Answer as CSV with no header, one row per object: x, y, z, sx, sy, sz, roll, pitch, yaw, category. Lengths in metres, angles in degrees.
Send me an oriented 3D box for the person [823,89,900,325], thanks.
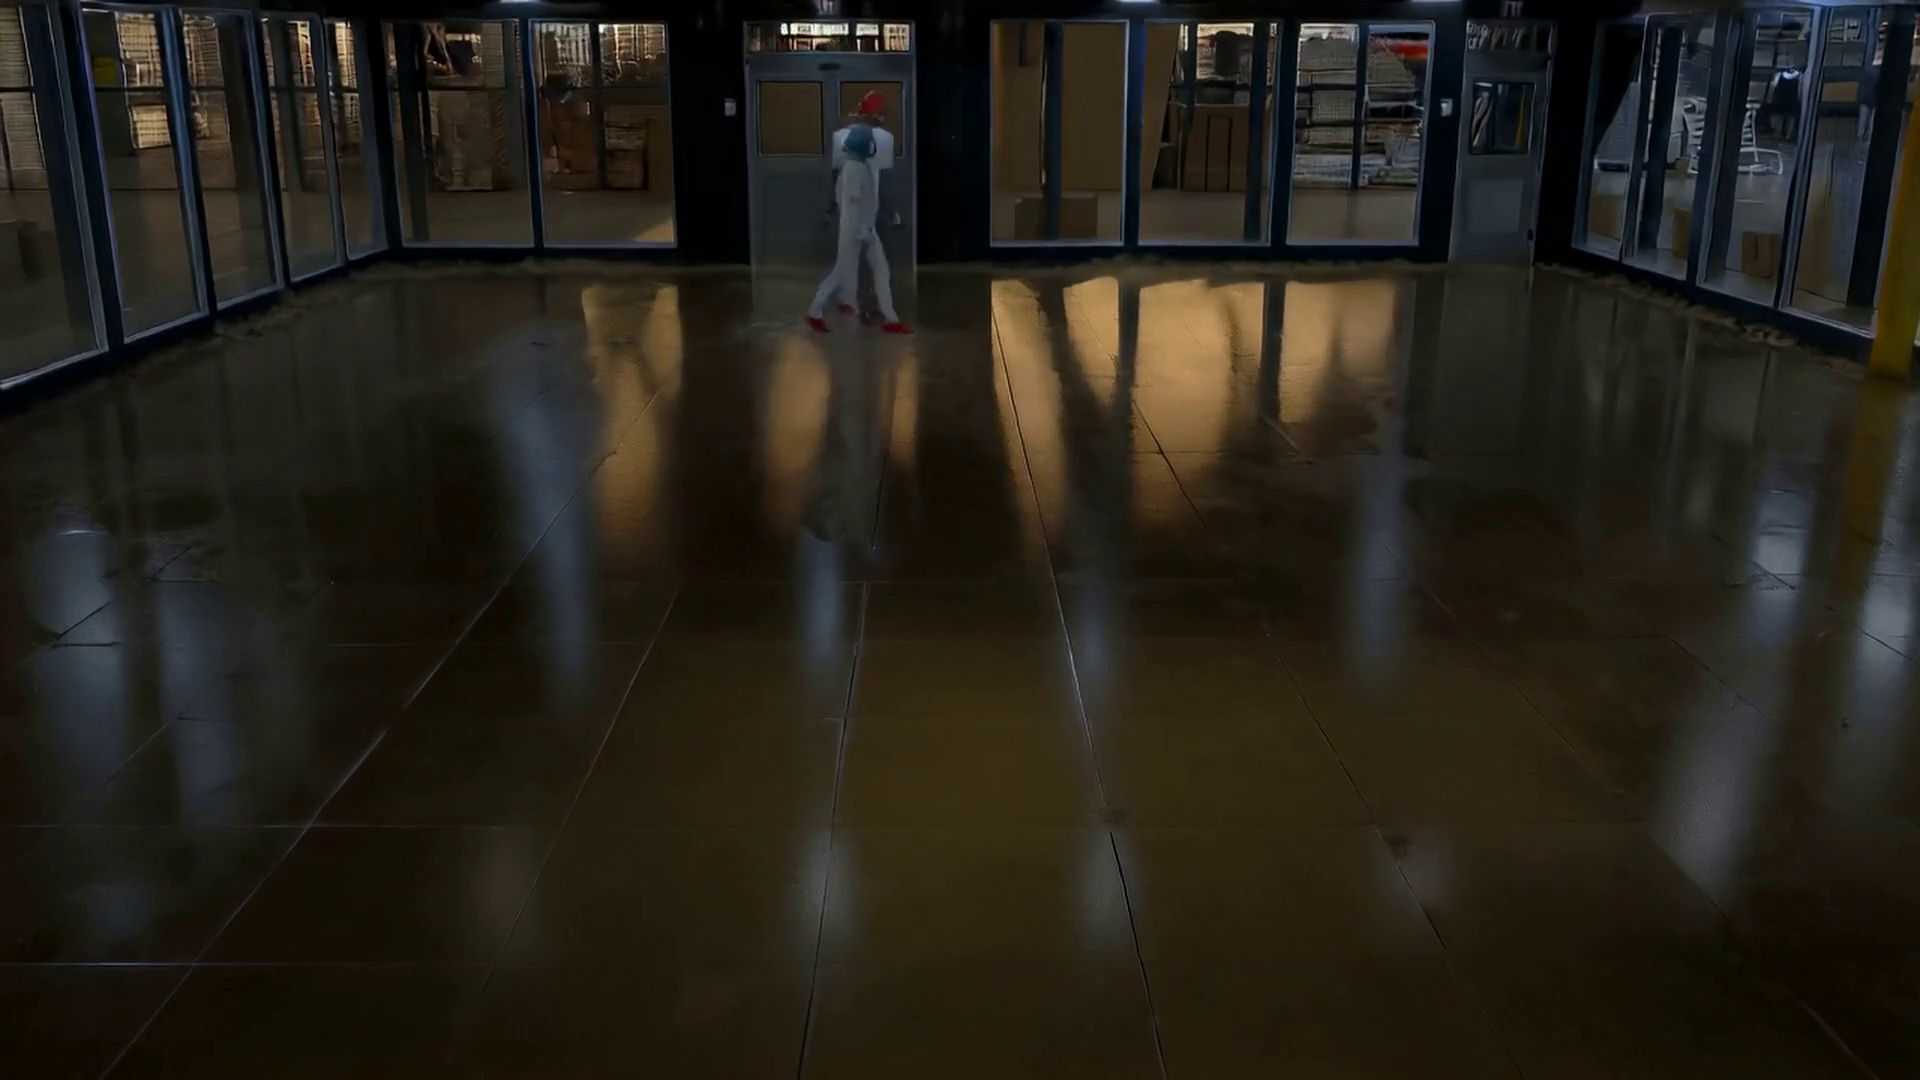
-0.766,-2.618,13.143,0.564,1.829,0.650,-7,18,-24,person

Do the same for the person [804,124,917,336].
-0.802,-2.340,12.615,0.854,1.592,0.500,6,17,20,person
